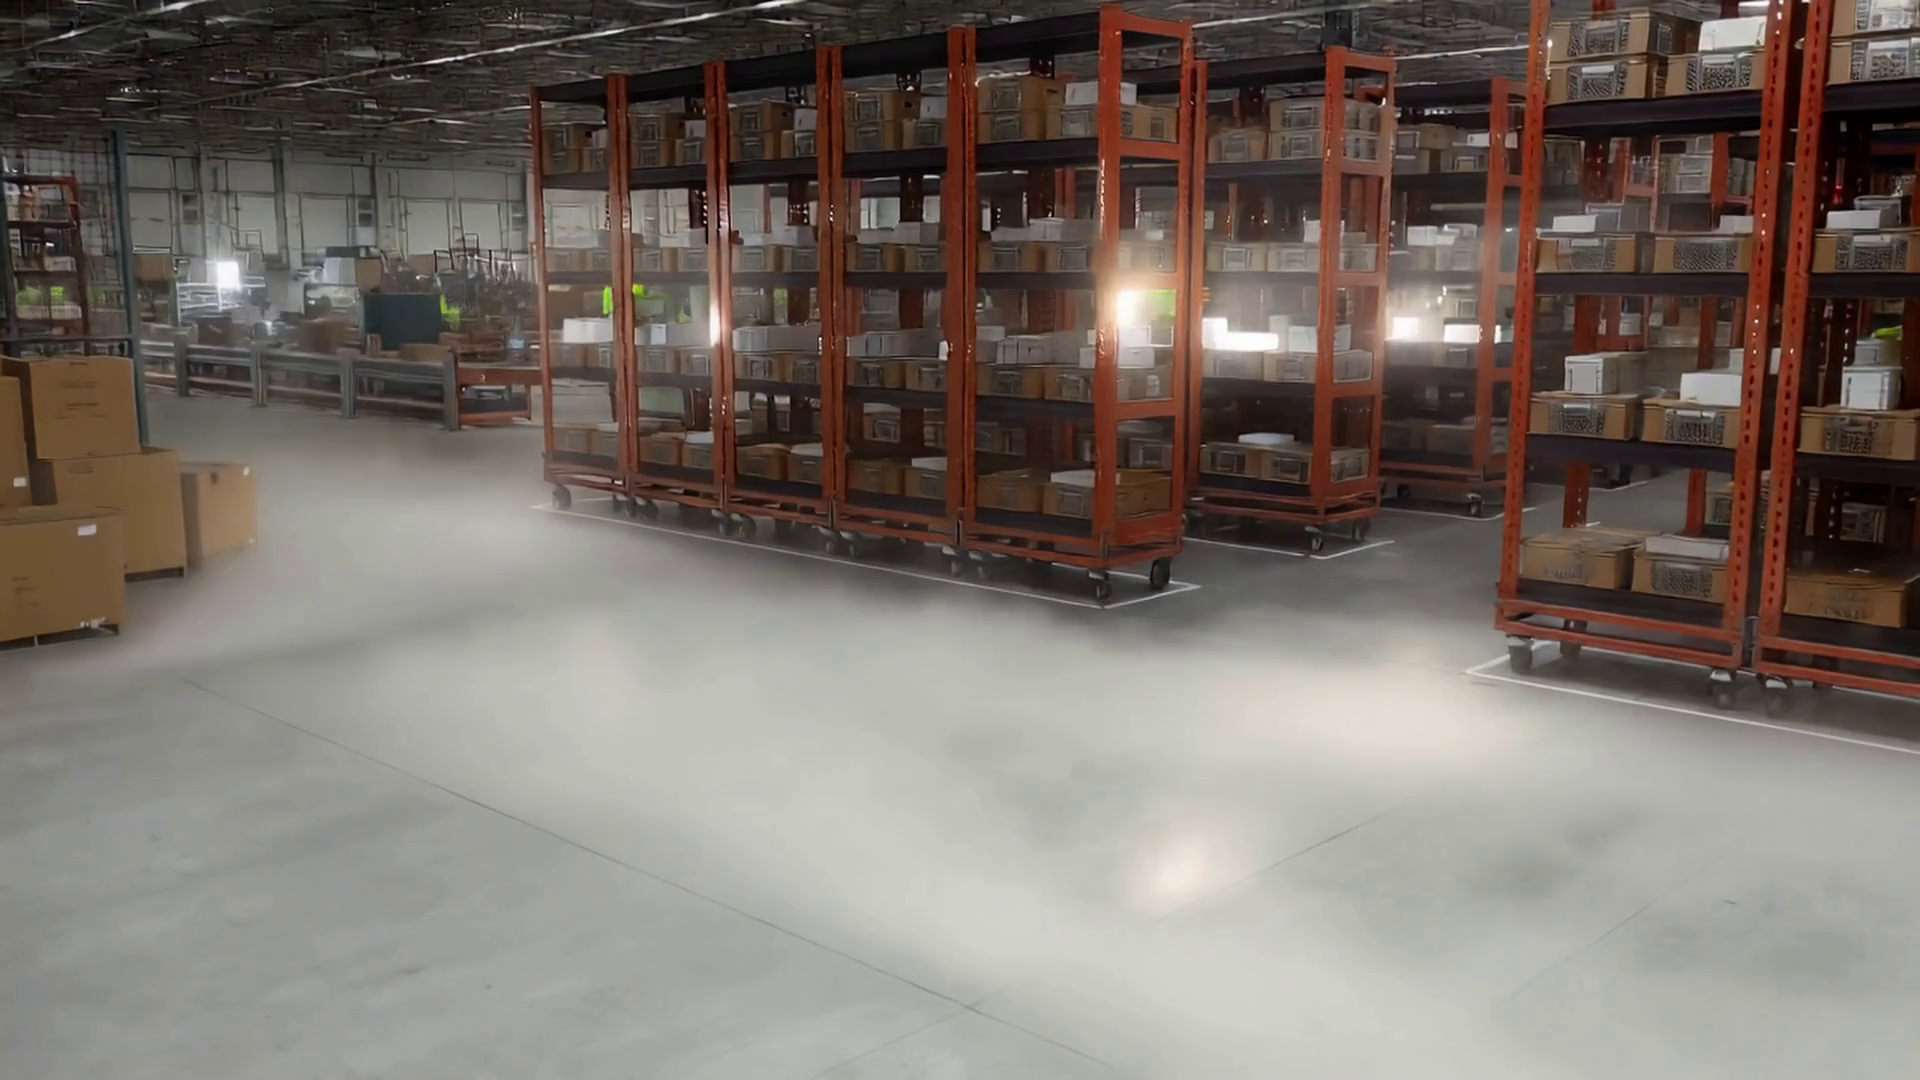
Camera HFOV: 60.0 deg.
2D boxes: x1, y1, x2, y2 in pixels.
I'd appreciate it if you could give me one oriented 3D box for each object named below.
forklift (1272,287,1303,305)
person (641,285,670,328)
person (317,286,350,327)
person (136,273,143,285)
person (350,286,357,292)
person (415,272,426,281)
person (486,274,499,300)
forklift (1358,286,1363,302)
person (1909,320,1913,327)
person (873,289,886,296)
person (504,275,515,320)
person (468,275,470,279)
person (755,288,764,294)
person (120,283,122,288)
[{"bbox_3d":[10.769,-8.203,54.240,1.129,2.768,1.873,8,12,42],"label":"forklift"},{"bbox_3d":[-6.466,-4.627,35.325,0.666,1.892,0.535,-8,12,-39],"label":"person"},{"bbox_3d":[-12.269,-4.251,32.616,0.610,2.033,0.512,-5,11,-30],"label":"person"},{"bbox_3d":[-42.599,-12.930,86.402,0.625,1.844,0.429,6,11,31],"label":"person"},{"bbox_3d":[-31.962,-13.167,87.640,0.404,1.935,0.593,0,9,2],"label":"person"},{"bbox_3d":[-28.583,-13.227,88.022,0.642,1.903,0.694,-3,10,-16],"label":"person"},{"bbox_3d":[-16.393,-8.349,58.169,1.019,1.882,0.565,-9,13,-44],"label":"person"},{"bbox_3d":[11.100,-7.017,46.970,1.873,2.768,1.129,9,13,43],"label":"forklift"},{"bbox_3d":[12.287,-2.392,21.318,0.379,1.996,0.611,5,11,29],"label":"person"},{"bbox_3d":[-2.850,-8.509,59.366,0.612,1.819,0.605,6,11,34],"label":"person"},{"bbox_3d":[-17.921,-9.613,66.129,0.528,1.831,0.977,4,10,23],"label":"person"},{"bbox_3d":[-25.106,-12.771,84.816,0.761,2.000,0.707,-2,9,-11],"label":"person"},{"bbox_3d":[-9.645,-12.019,80.605,0.843,1.909,0.630,-3,10,-16],"label":"person"},{"bbox_3d":[-28.011,-7.984,55.768,0.880,1.941,0.606,-8,12,-39],"label":"person"}]
